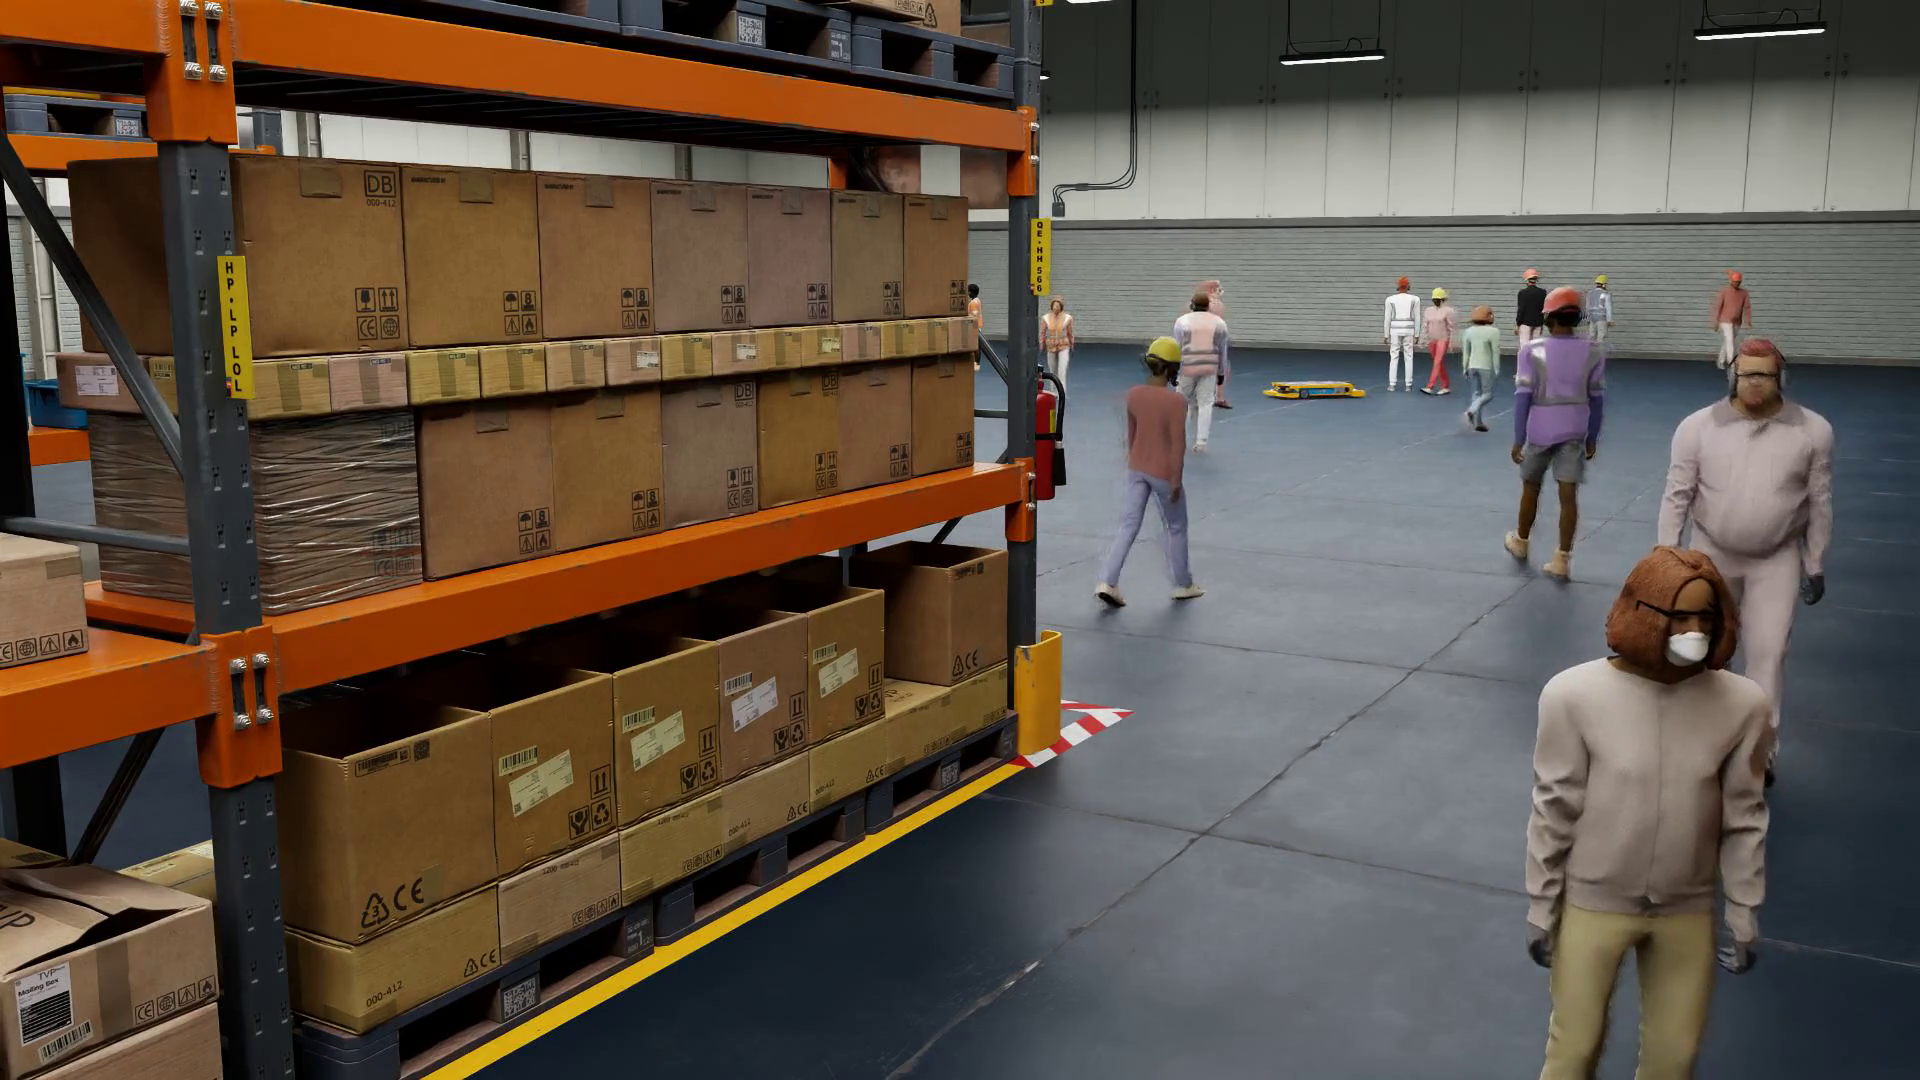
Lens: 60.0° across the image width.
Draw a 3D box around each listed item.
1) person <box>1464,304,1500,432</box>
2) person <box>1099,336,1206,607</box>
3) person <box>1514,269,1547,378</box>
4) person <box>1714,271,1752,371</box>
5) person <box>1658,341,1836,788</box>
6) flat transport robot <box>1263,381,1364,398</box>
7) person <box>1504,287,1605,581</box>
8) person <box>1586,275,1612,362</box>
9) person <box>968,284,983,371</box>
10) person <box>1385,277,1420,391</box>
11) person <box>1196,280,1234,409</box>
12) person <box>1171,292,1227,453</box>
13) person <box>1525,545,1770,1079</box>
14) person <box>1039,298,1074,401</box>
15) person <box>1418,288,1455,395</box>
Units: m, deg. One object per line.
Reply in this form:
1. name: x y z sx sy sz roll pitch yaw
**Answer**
1. person: 6.535 -2.149 20.928 0.525 1.620 0.512 -7 12 -34
2. person: 1.213 -0.431 10.606 0.884 1.731 0.536 -9 13 -43
3. person: 10.382 -3.935 30.319 0.618 1.990 0.394 -3 10 -19
4. person: 15.025 -4.265 32.427 0.609 1.944 1.060 -1 10 -6
5. person: 3.314 0.103 7.057 0.671 1.863 0.958 5 11 27
6. flat transport robot: 5.588 -2.385 26.275 1.431 0.197 0.652 -3 10 -15
7. person: 4.161 -0.762 11.703 0.640 1.998 1.015 1 10 3
8. person: 13.484 -4.666 35.068 0.404 1.829 0.600 -6 11 -30
9. person: 0.278 -4.114 32.241 0.319 1.694 0.532 1 10 6
10. person: 7.311 -3.402 27.509 0.573 1.887 0.356 2 10 13
11. person: 3.721 -2.841 24.242 0.664 1.879 0.648 -5 11 -27
12. person: 2.708 -1.923 19.046 0.666 1.817 0.745 -1 10 -5
13. person: 1.483 0.810 3.621 0.503 1.627 0.285 0 10 2
14. person: 1.508 -2.965 25.837 0.531 1.593 0.724 2 10 11
15. person: 7.603 -3.158 26.581 0.934 1.713 0.520 -7 12 -37
